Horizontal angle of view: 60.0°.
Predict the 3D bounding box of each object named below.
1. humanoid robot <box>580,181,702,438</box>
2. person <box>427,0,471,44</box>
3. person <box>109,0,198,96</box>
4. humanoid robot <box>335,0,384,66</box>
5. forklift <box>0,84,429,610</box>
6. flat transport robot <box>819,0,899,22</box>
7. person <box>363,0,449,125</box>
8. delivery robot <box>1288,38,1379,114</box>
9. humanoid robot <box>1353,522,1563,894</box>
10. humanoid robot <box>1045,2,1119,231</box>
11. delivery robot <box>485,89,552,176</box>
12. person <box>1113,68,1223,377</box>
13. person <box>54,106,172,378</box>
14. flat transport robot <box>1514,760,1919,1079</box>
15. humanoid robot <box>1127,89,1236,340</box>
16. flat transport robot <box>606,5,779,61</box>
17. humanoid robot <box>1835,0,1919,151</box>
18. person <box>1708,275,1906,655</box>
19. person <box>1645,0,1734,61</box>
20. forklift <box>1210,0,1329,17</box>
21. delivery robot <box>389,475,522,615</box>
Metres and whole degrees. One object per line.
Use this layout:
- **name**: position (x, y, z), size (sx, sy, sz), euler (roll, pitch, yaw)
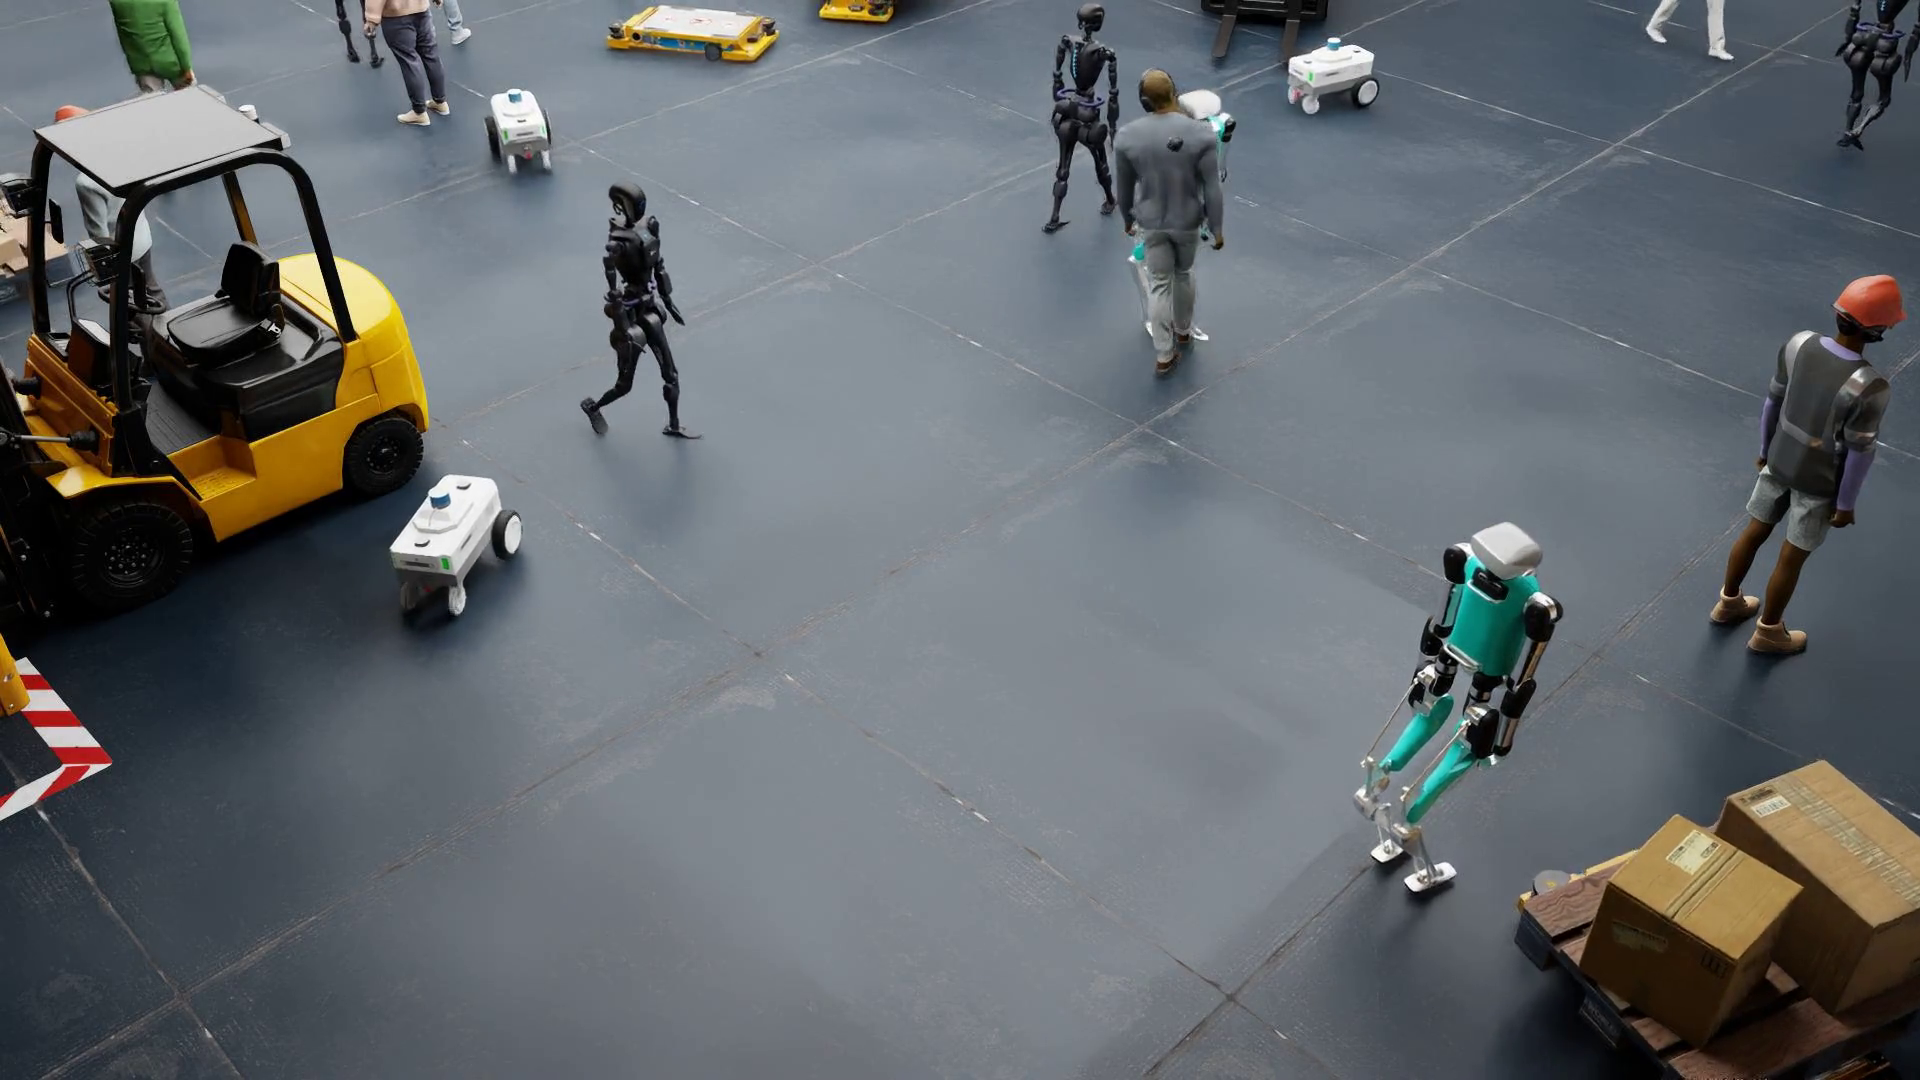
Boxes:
- **humanoid robot**: position (-1.928, -1.319, 9.627), size (0.716, 1.641, 0.585), euler (13, 39, 17)
- **person**: position (-4.795, -5.379, 14.821), size (0.588, 1.919, 0.396), euler (-1, 37, -1)
- **person**: position (-6.106, -3.652, 12.656), size (0.540, 1.748, 0.903), euler (-3, 37, -4)
- **humanoid robot**: position (-5.362, -4.958, 14.464), size (0.594, 1.645, 0.392), euler (-10, 38, -13)
- **forklift**: position (-4.145, -1.093, 8.856), size (2.313, 2.155, 1.214), euler (-31, 47, -34)
- **flat transport robot**: position (-0.876, -5.379, 16.197), size (0.659, 0.231, 1.431), euler (6, 37, 8)
- **person**: position (-4.462, -4.279, 13.388), size (0.409, 1.865, 0.821), euler (18, 40, 23)
- **delivery robot**: position (3.142, -3.920, 14.021), size (0.785, 0.613, 0.502), euler (-18, 41, -23)
- **humanoid robot**: position (1.906, 0.743, 6.718), size (0.704, 1.726, 0.531), euler (-21, 42, -26)
- **humanoid robot**: position (0.889, -3.069, 11.964), size (0.606, 1.629, 0.761), euler (28, 45, 32)
- **delivery robot**: position (-3.474, -3.262, 13.124), size (0.499, 0.595, 0.783), euler (-12, 39, -16)
- **person**: position (1.279, -1.990, 10.308), size (0.707, 1.883, 0.761), euler (3, 37, 4)
- **person**: position (-5.167, -1.820, 10.203), size (0.350, 1.741, 0.566), euler (0, 37, 0)
- **flat transport robot**: position (2.950, 1.803, 6.583), size (0.659, 0.231, 1.431), euler (-15, 39, -19)
- **humanoid robot**: position (1.301, -2.039, 10.504), size (0.546, 1.790, 0.712), euler (-24, 43, -28)
- **flat transport robot**: position (-2.441, -4.634, 15.200), size (1.431, 0.231, 0.659), euler (9, 38, 12)
- **humanoid robot**: position (7.138, -3.843, 12.974), size (0.472, 1.645, 0.593), euler (-27, 44, -31)
- **person**: position (4.073, -0.345, 7.979), size (0.368, 2.044, 0.606), euler (-14, 39, -18)
- **person**: position (6.619, -5.120, 14.744), size (0.511, 1.590, 0.876), euler (-16, 40, -21)
- **forklift**: position (3.106, -6.400, 15.960), size (1.214, 2.155, 2.313), euler (8, 37, 10)
- **delivery robot**: position (-2.697, -0.011, 8.766), size (0.499, 0.587, 0.762), euler (6, 37, 8)
